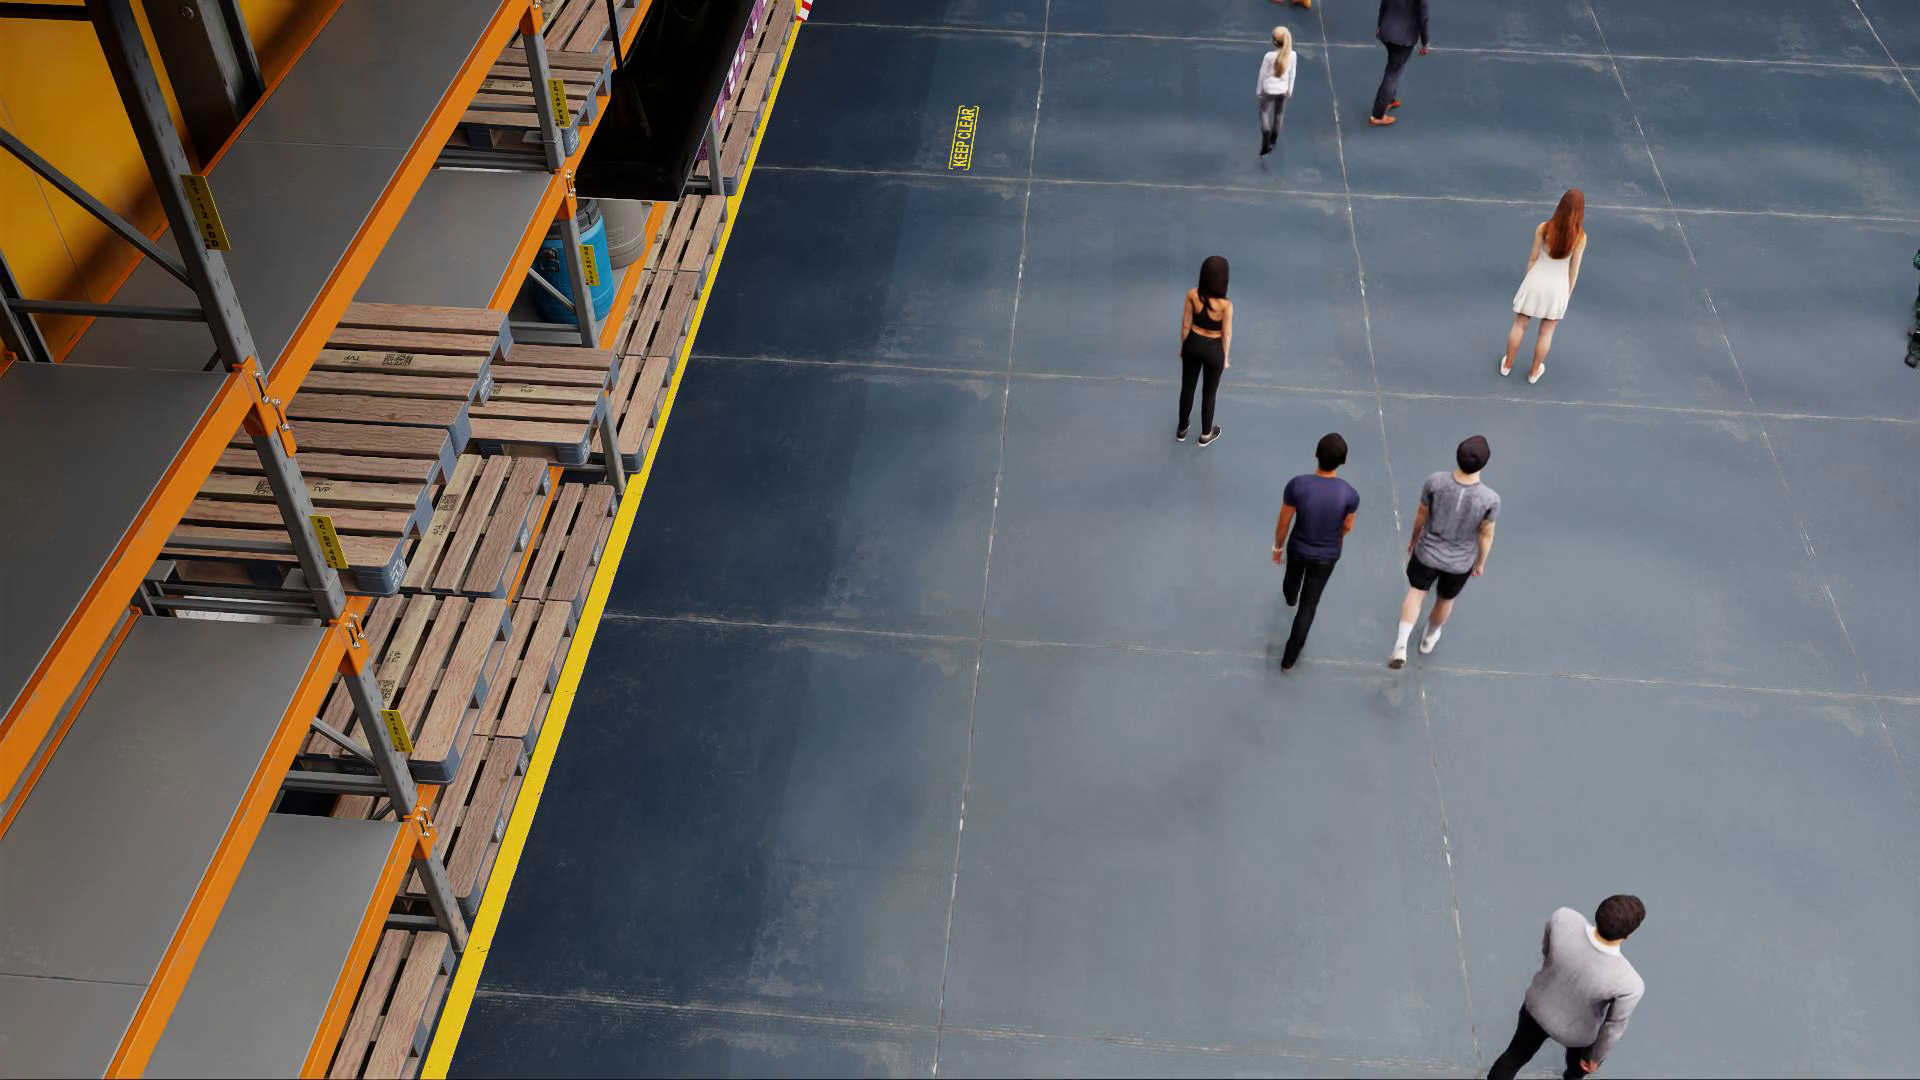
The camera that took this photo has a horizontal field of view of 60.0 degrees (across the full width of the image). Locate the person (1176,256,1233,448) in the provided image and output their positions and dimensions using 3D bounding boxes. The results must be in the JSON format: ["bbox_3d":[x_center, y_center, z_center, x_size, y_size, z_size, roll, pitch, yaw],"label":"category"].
[{"bbox_3d":[1.833,-1.416,12.542,0.617,1.641,0.609,19,47,19],"label":"person"}]

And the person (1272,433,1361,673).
[{"bbox_3d":[2.282,0.141,10.832,0.819,1.745,1.137,14,45,14],"label":"person"}]

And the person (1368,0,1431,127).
[{"bbox_3d":[4.168,-4.831,16.009,0.971,1.803,0.908,-22,48,-21],"label":"person"}]

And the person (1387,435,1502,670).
[{"bbox_3d":[3.110,0.149,10.747,0.888,1.851,1.054,21,47,21],"label":"person"}]

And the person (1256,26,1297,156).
[{"bbox_3d":[2.996,-4.225,15.762,0.568,1.267,0.735,-3,44,-3],"label":"person"}]

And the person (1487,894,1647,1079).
[{"bbox_3d":[2.966,2.410,8.360,1.311,1.871,1.258,-29,51,-27],"label":"person"}]

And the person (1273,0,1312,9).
[{"bbox_3d":[3.733,-6.545,17.867,0.972,1.723,0.916,34,53,31],"label":"person"}]

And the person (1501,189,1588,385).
[{"bbox_3d":[4.621,-1.997,13.103,0.628,1.709,0.620,18,46,18],"label":"person"}]
